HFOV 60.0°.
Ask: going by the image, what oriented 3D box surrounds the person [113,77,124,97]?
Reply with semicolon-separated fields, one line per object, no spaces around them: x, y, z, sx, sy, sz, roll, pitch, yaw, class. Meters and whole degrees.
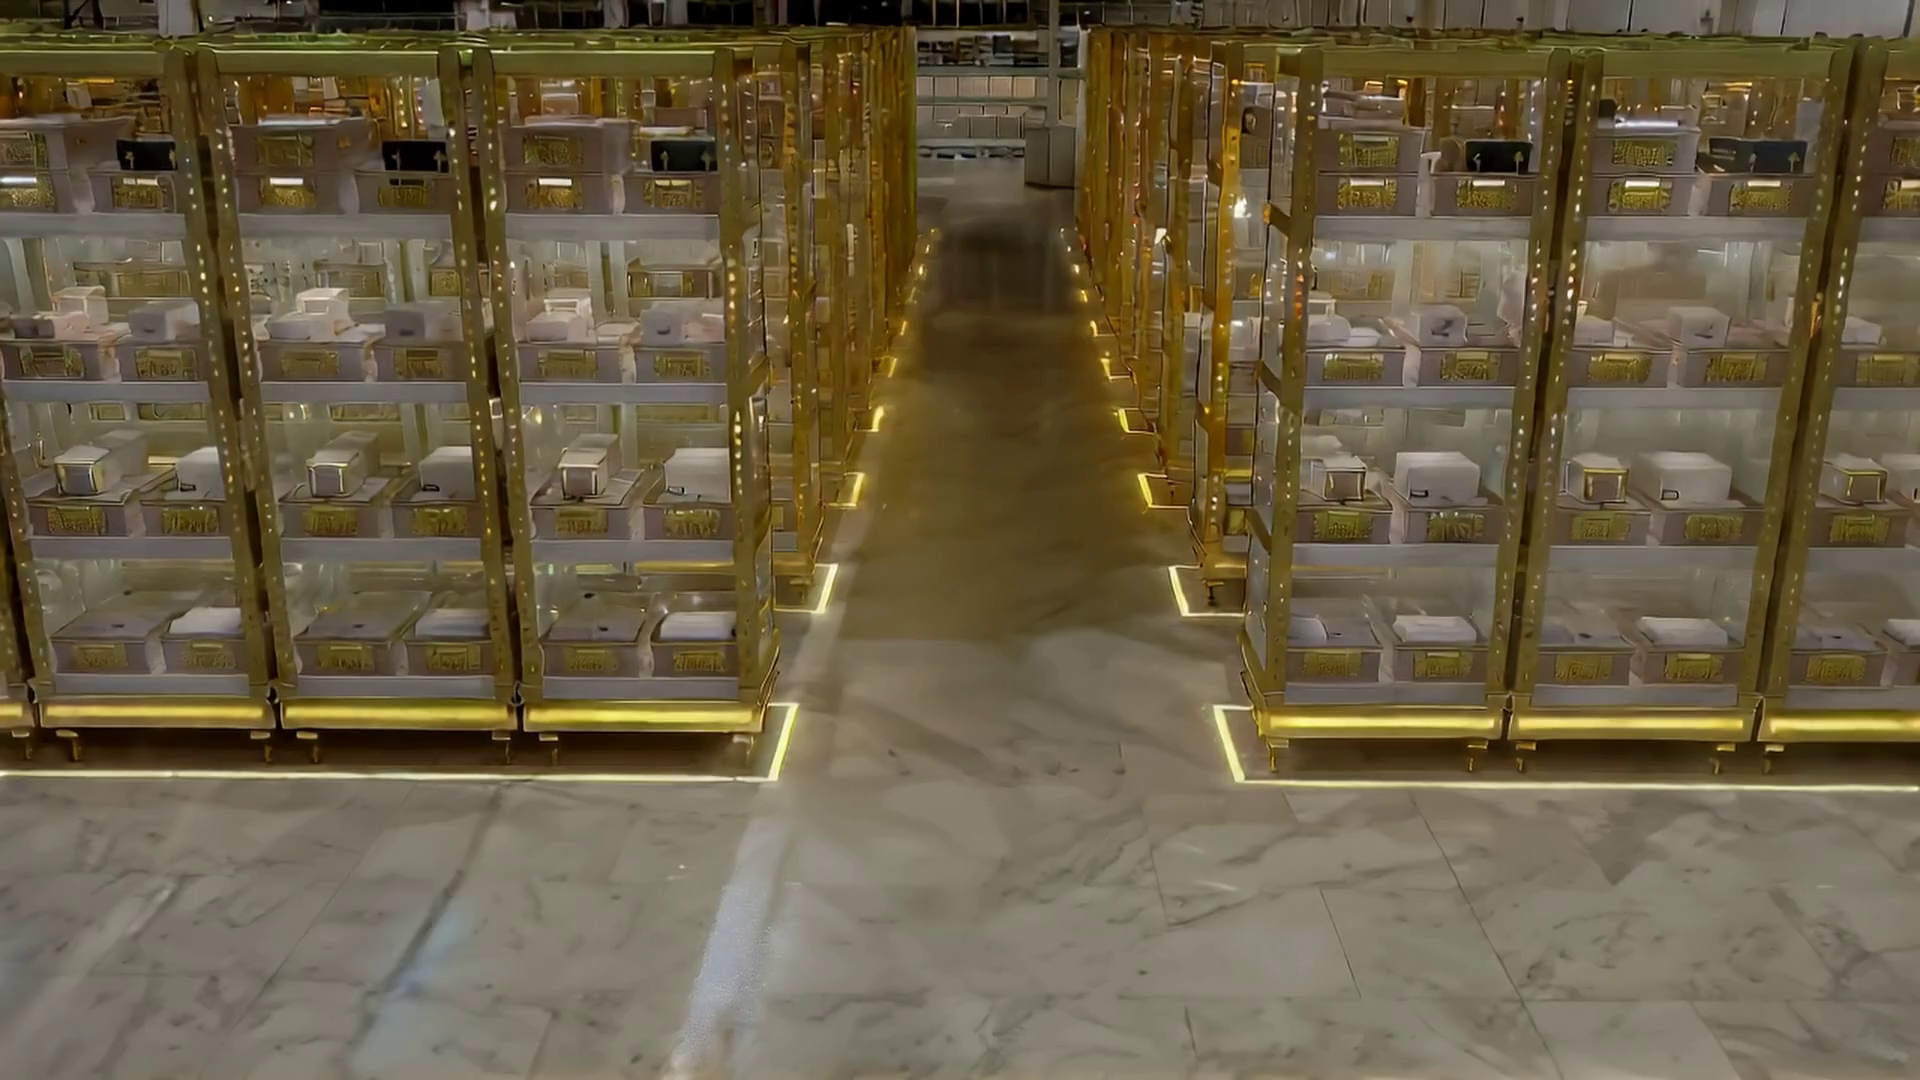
-29.004;-15.120;57.262;0.932;2.004;0.651;-9;19;-25;person
